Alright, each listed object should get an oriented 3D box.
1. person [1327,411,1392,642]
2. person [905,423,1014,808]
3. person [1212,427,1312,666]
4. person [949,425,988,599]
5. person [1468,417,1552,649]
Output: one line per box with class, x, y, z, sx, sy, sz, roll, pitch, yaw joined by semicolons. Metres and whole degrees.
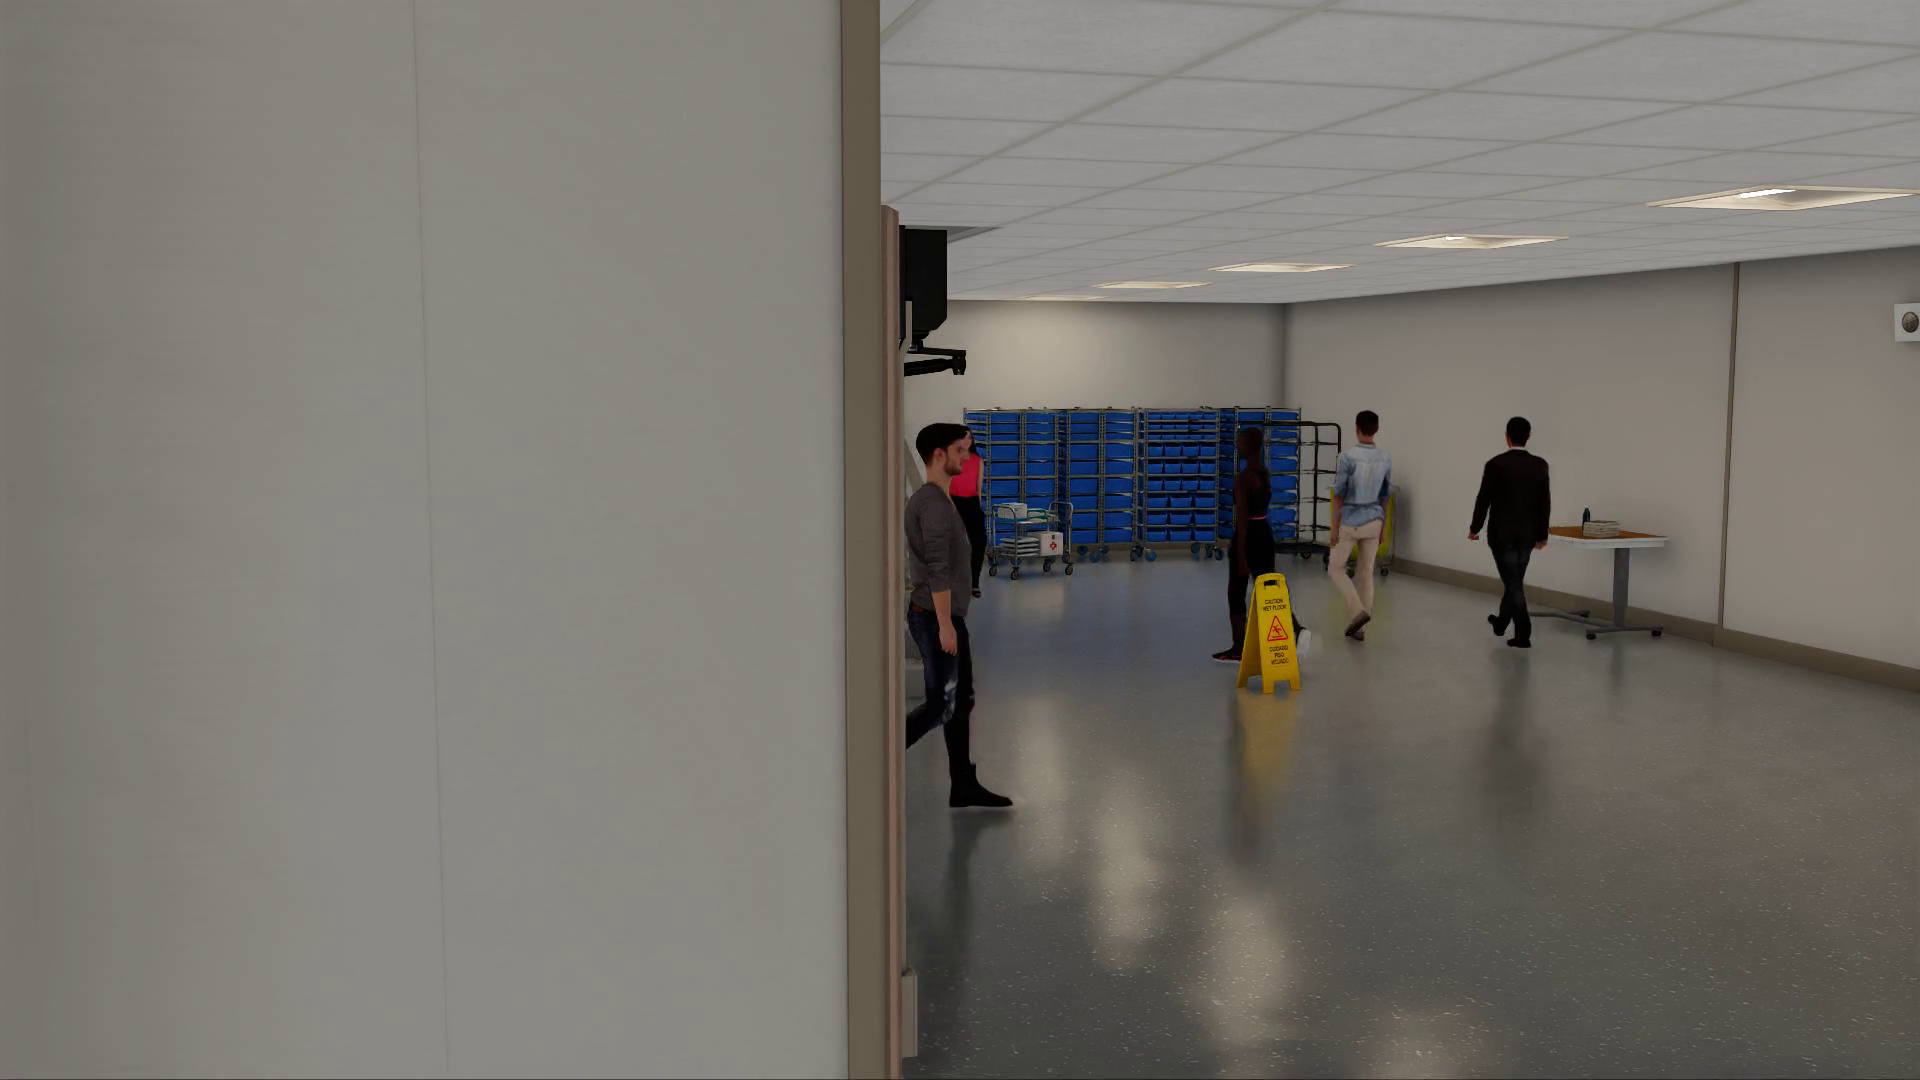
person;3.201;-0.101;13.177;0.651;1.840;0.736;-1;6;-15
person;-0.158;0.393;8.010;0.983;1.893;1.046;0;6;4
person;2.181;0.075;11.947;1.139;1.736;0.946;5;8;42
person;-0.012;-0.242;15.559;0.584;1.644;0.626;-2;6;-18
person;4.301;-0.028;12.832;0.807;1.764;1.132;-1;6;-7
